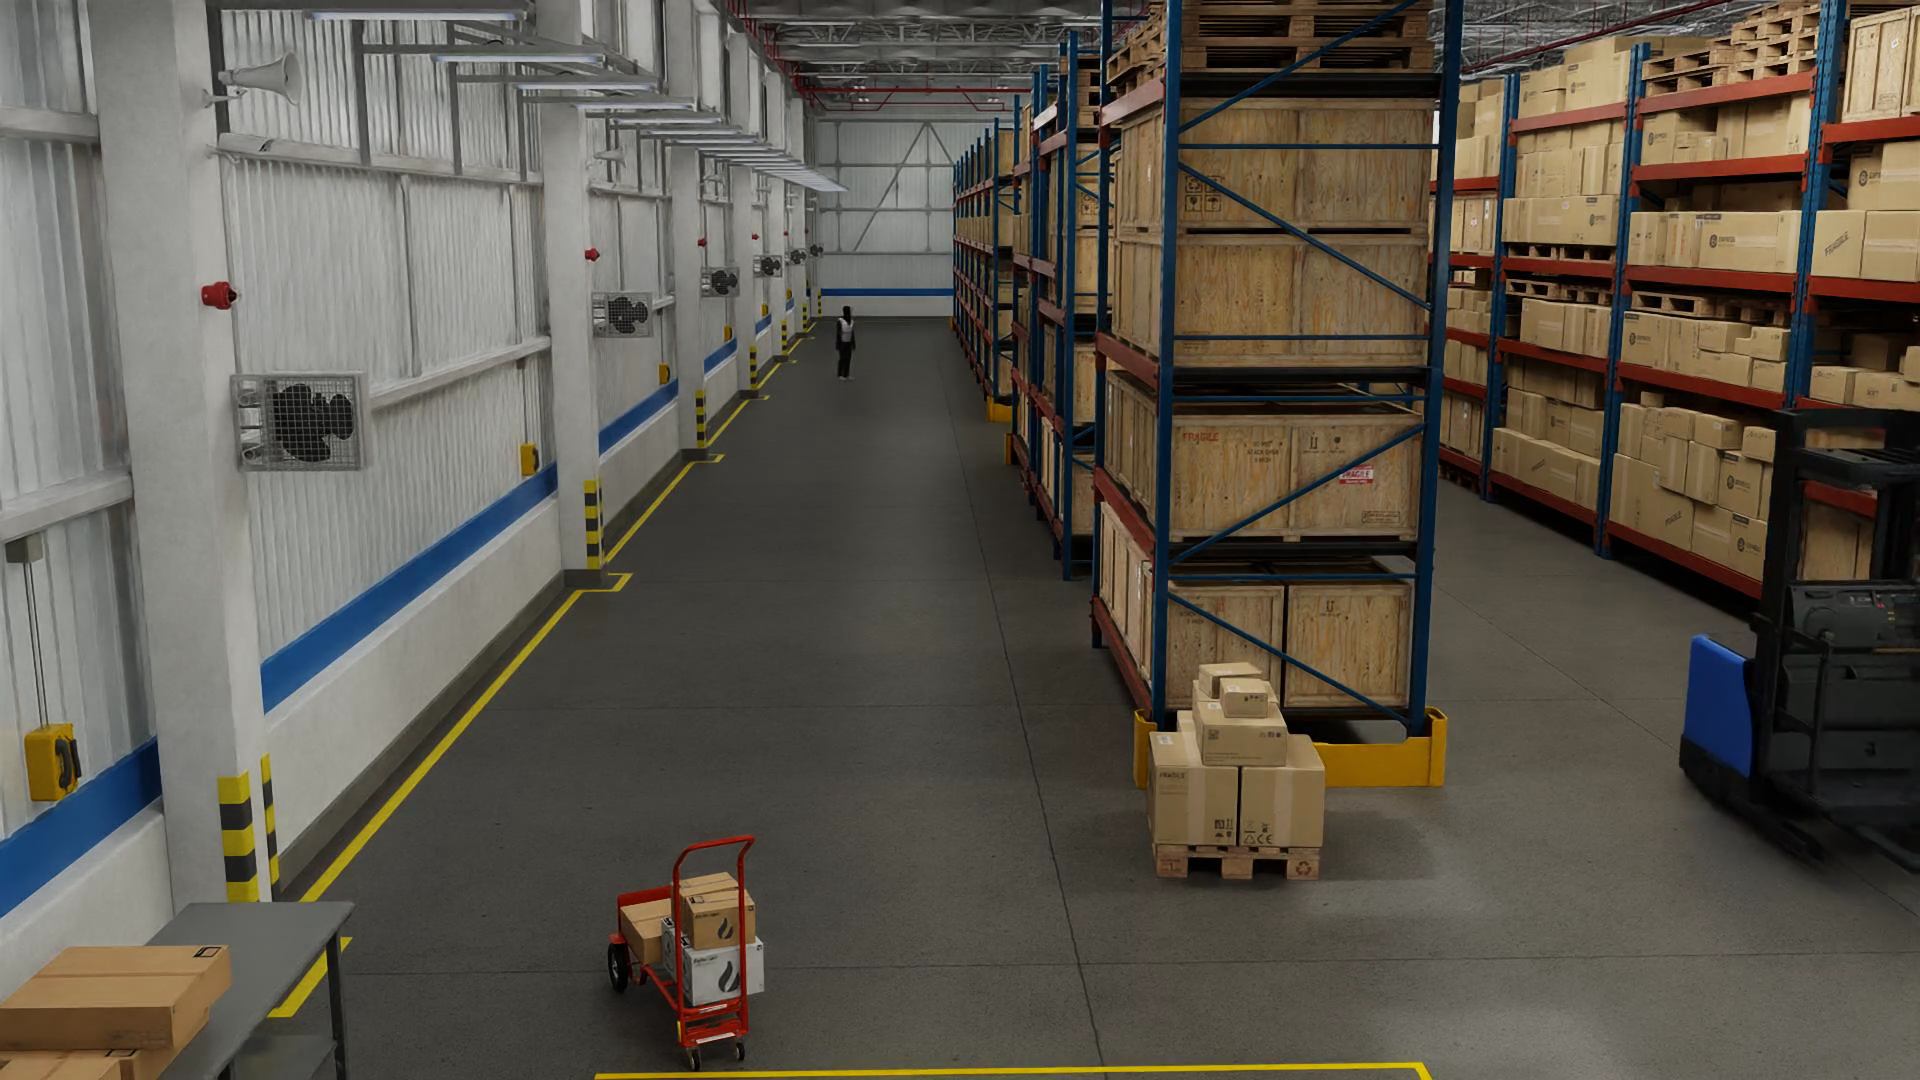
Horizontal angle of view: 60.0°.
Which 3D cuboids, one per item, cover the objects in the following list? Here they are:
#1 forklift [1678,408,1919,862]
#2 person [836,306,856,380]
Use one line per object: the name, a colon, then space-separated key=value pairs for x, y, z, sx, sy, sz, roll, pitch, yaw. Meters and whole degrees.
forklift: x=5.855 y=0.509 z=11.201 sx=1.129 sy=2.768 sz=1.873 roll=0 pitch=11 yaw=-2
person: x=-2.943 y=-5.048 z=42.661 sx=0.406 sy=1.904 sz=0.646 roll=8 pitch=13 yaw=36
